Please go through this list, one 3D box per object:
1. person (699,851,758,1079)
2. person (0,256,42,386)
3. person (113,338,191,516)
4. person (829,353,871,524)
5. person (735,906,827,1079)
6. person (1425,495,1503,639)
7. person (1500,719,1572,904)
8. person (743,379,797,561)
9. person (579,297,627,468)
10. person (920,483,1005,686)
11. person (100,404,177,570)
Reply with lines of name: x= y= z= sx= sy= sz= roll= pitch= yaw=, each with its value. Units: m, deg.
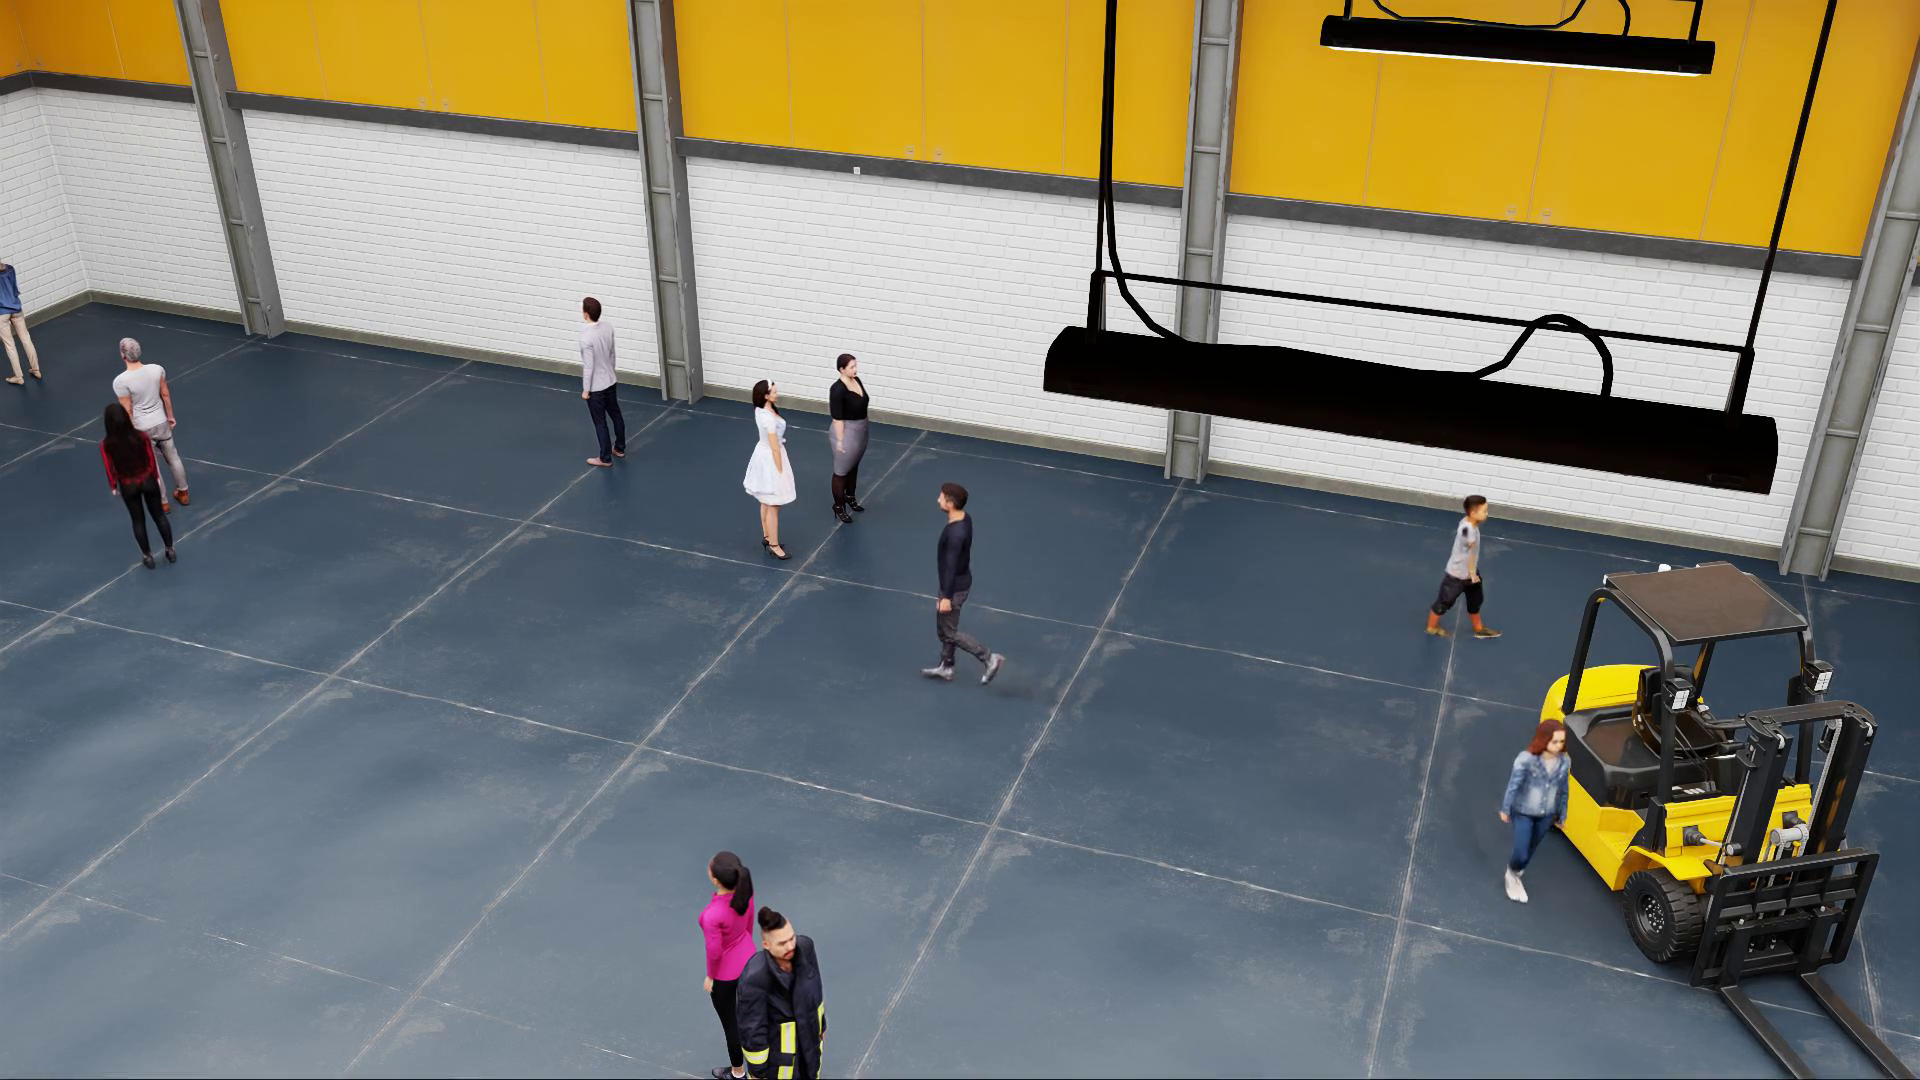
person: x=-1.350 y=2.549 z=9.959 sx=0.625 sy=1.699 sz=0.621 roll=16 pitch=32 yaw=27
person: x=-11.189 y=-2.668 z=19.524 sx=0.602 sy=1.697 sz=0.641 roll=14 pitch=32 yaw=25
person: x=-8.082 y=-1.142 z=16.590 sx=0.622 sy=1.828 sz=0.740 roll=17 pitch=33 yaw=28
person: x=-1.114 y=-1.034 z=16.465 sx=0.612 sy=1.758 sz=0.673 roll=12 pitch=31 yaw=20
person: x=-0.985 y=2.798 z=9.334 sx=0.825 sy=1.860 sz=0.842 roll=22 pitch=36 yaw=35
person: x=4.330 y=0.197 z=14.548 sx=0.867 sy=1.434 sz=0.592 roll=10 pitch=30 yaw=18
person: x=3.941 y=1.829 z=11.517 sx=0.623 sy=1.471 sz=0.732 roll=-4 pitch=29 yaw=-8
person: x=-1.792 y=-0.674 z=15.744 sx=0.912 sy=1.818 sz=0.858 roll=-10 pitch=30 yaw=-17
person: x=-3.794 y=-1.681 z=17.554 sx=0.600 sy=1.853 sz=0.696 roll=13 pitch=31 yaw=22
person: x=0.024 y=0.405 z=13.726 sx=1.025 sy=1.856 sz=0.776 roll=4 pitch=29 yaw=7
person: x=-7.708 y=-0.498 z=15.596 sx=0.662 sy=1.651 sz=0.685 roll=-18 pitch=34 yaw=-30
